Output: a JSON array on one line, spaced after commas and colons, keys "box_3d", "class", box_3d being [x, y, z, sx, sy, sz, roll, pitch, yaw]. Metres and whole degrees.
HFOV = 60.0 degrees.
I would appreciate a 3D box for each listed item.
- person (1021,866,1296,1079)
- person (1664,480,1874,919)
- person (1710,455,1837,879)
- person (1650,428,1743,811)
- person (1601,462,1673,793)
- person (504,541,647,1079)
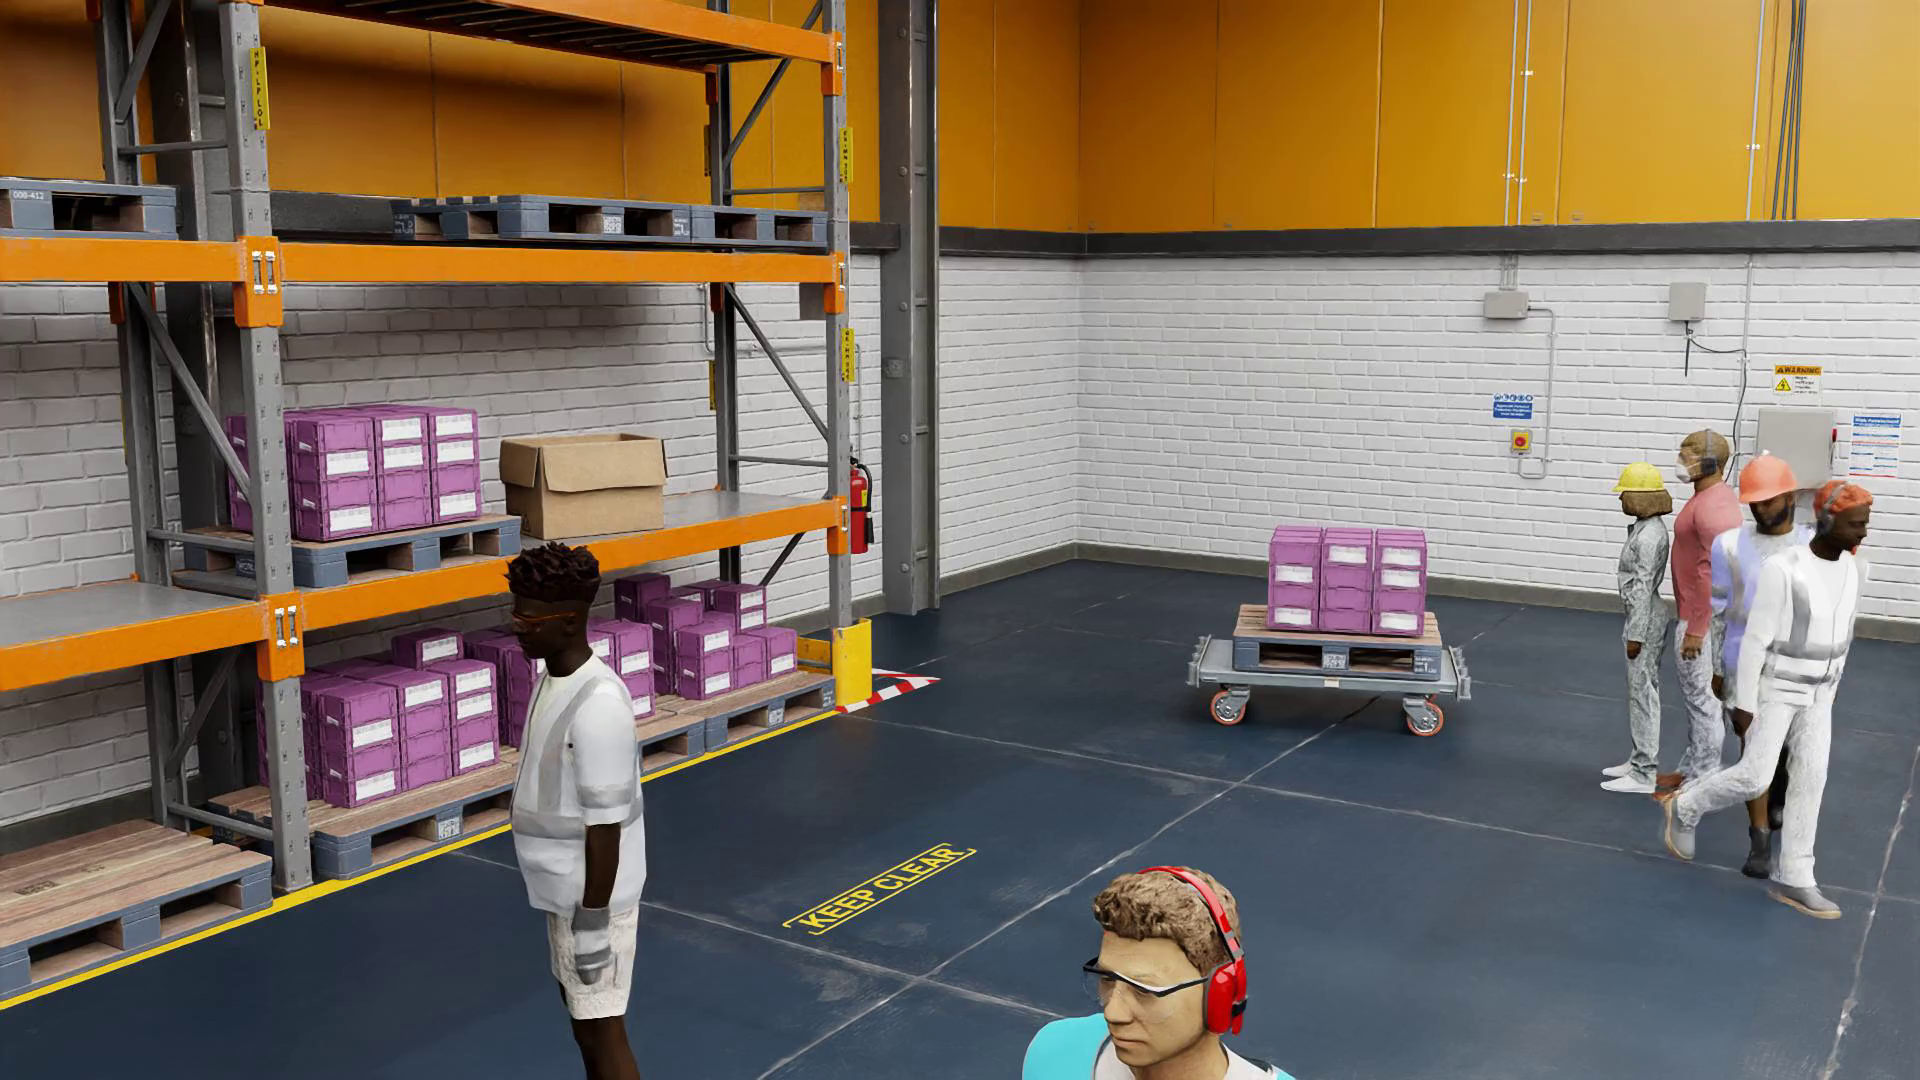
[{"box_3d": [0.313, 1.364, 2.476, 0.563, 1.847, 0.389, 7, 11, 38], "class": "person"}, {"box_3d": [3.504, 0.638, 7.177, 0.595, 1.857, 0.744, -4, 10, -23], "class": "person"}, {"box_3d": [3.757, 0.539, 7.708, 0.562, 1.900, 0.884, 4, 10, 25], "class": "person"}, {"box_3d": [3.745, 0.402, 8.441, 0.368, 1.938, 0.632, 4, 9, 22], "class": "person"}, {"box_3d": [3.557, 0.454, 8.754, 0.321, 1.737, 0.485, 4, 9, 22], "class": "person"}, {"box_3d": [-1.074, 0.968, 4.700, 0.365, 1.959, 0.608, -4, 9, -23], "class": "person"}]
